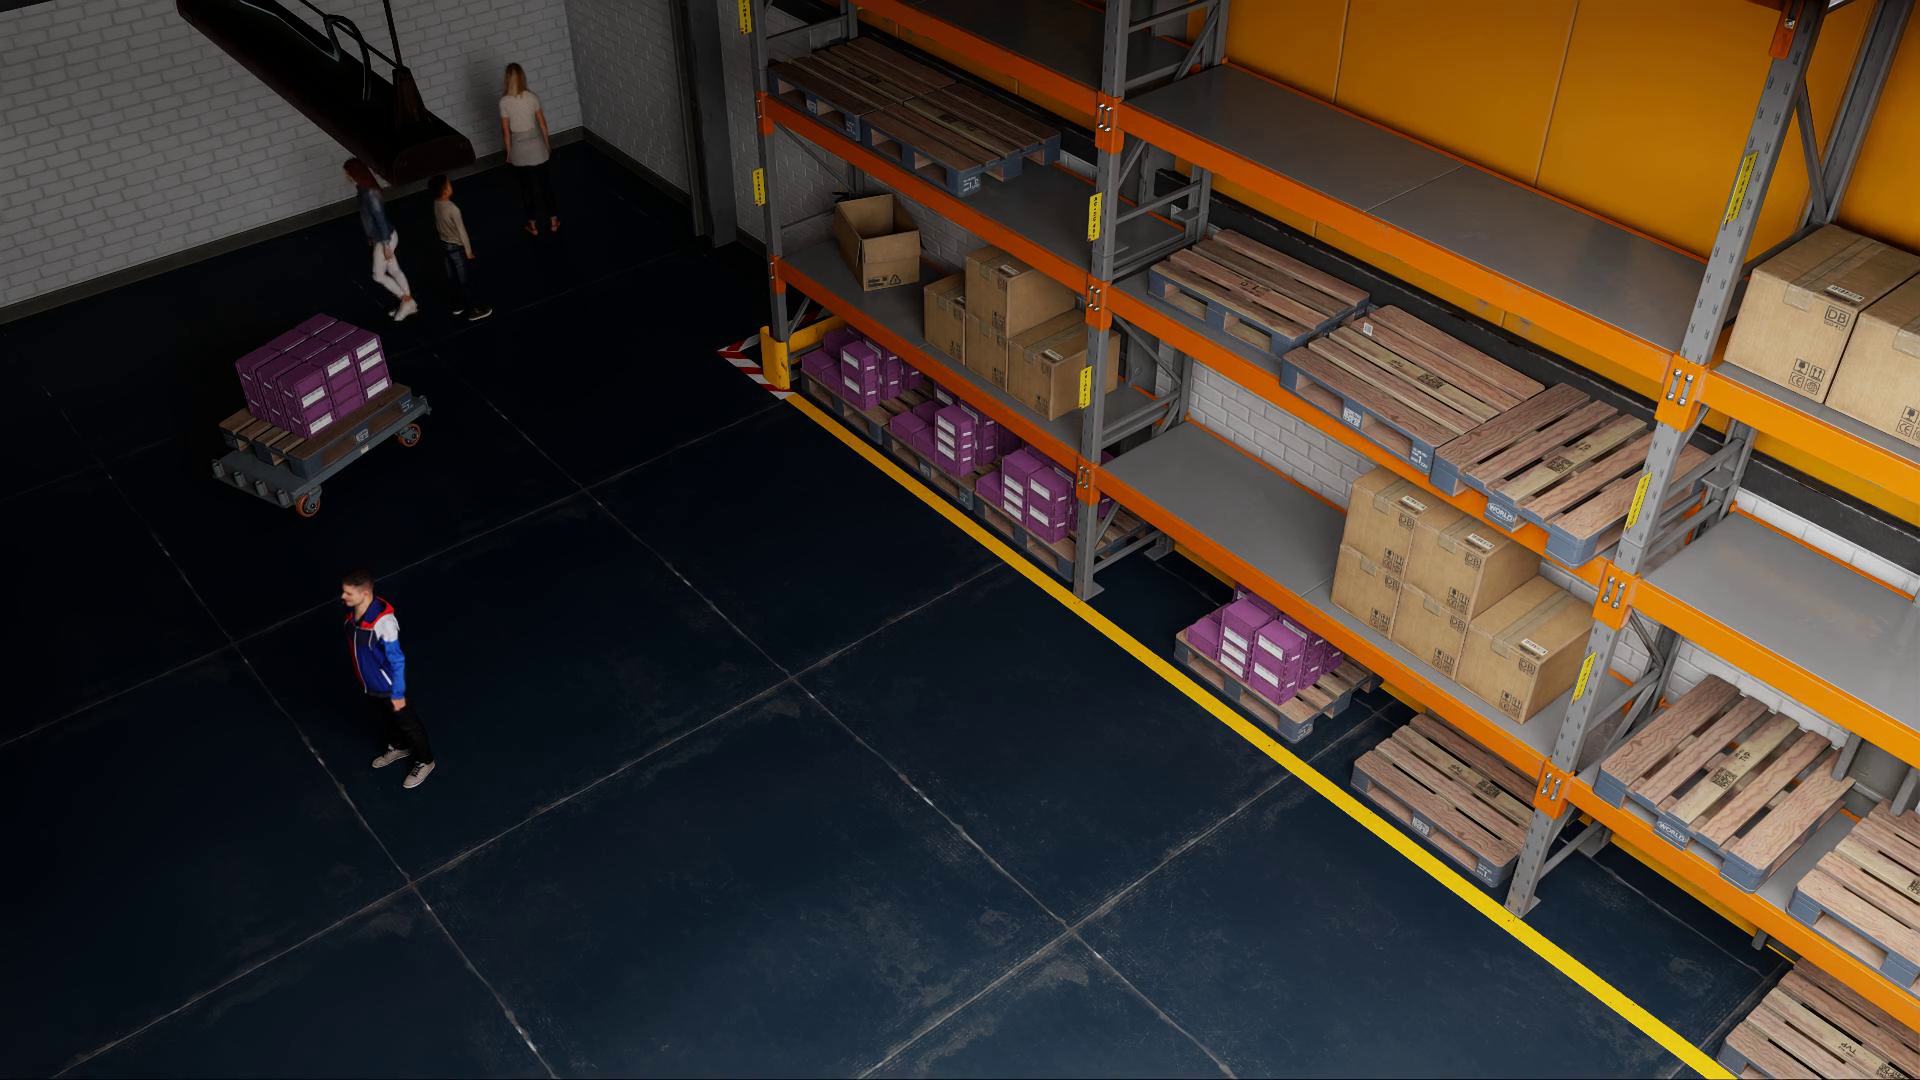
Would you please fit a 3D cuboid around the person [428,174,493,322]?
[{"bbox_3d":[-4.811,-2.782,15.784,0.509,1.465,0.646,26,45,29],"label":"person"}]

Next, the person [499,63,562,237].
[{"bbox_3d":[-4.414,-3.986,17.001,0.675,1.826,0.637,-14,41,-17],"label":"person"}]

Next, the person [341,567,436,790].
[{"bbox_3d":[-3.801,0.882,10.962,0.557,1.757,0.741,26,45,29],"label":"person"}]

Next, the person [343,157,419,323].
[{"bbox_3d":[-5.365,-2.857,15.703,0.759,1.682,0.593,-18,42,-21],"label":"person"}]
